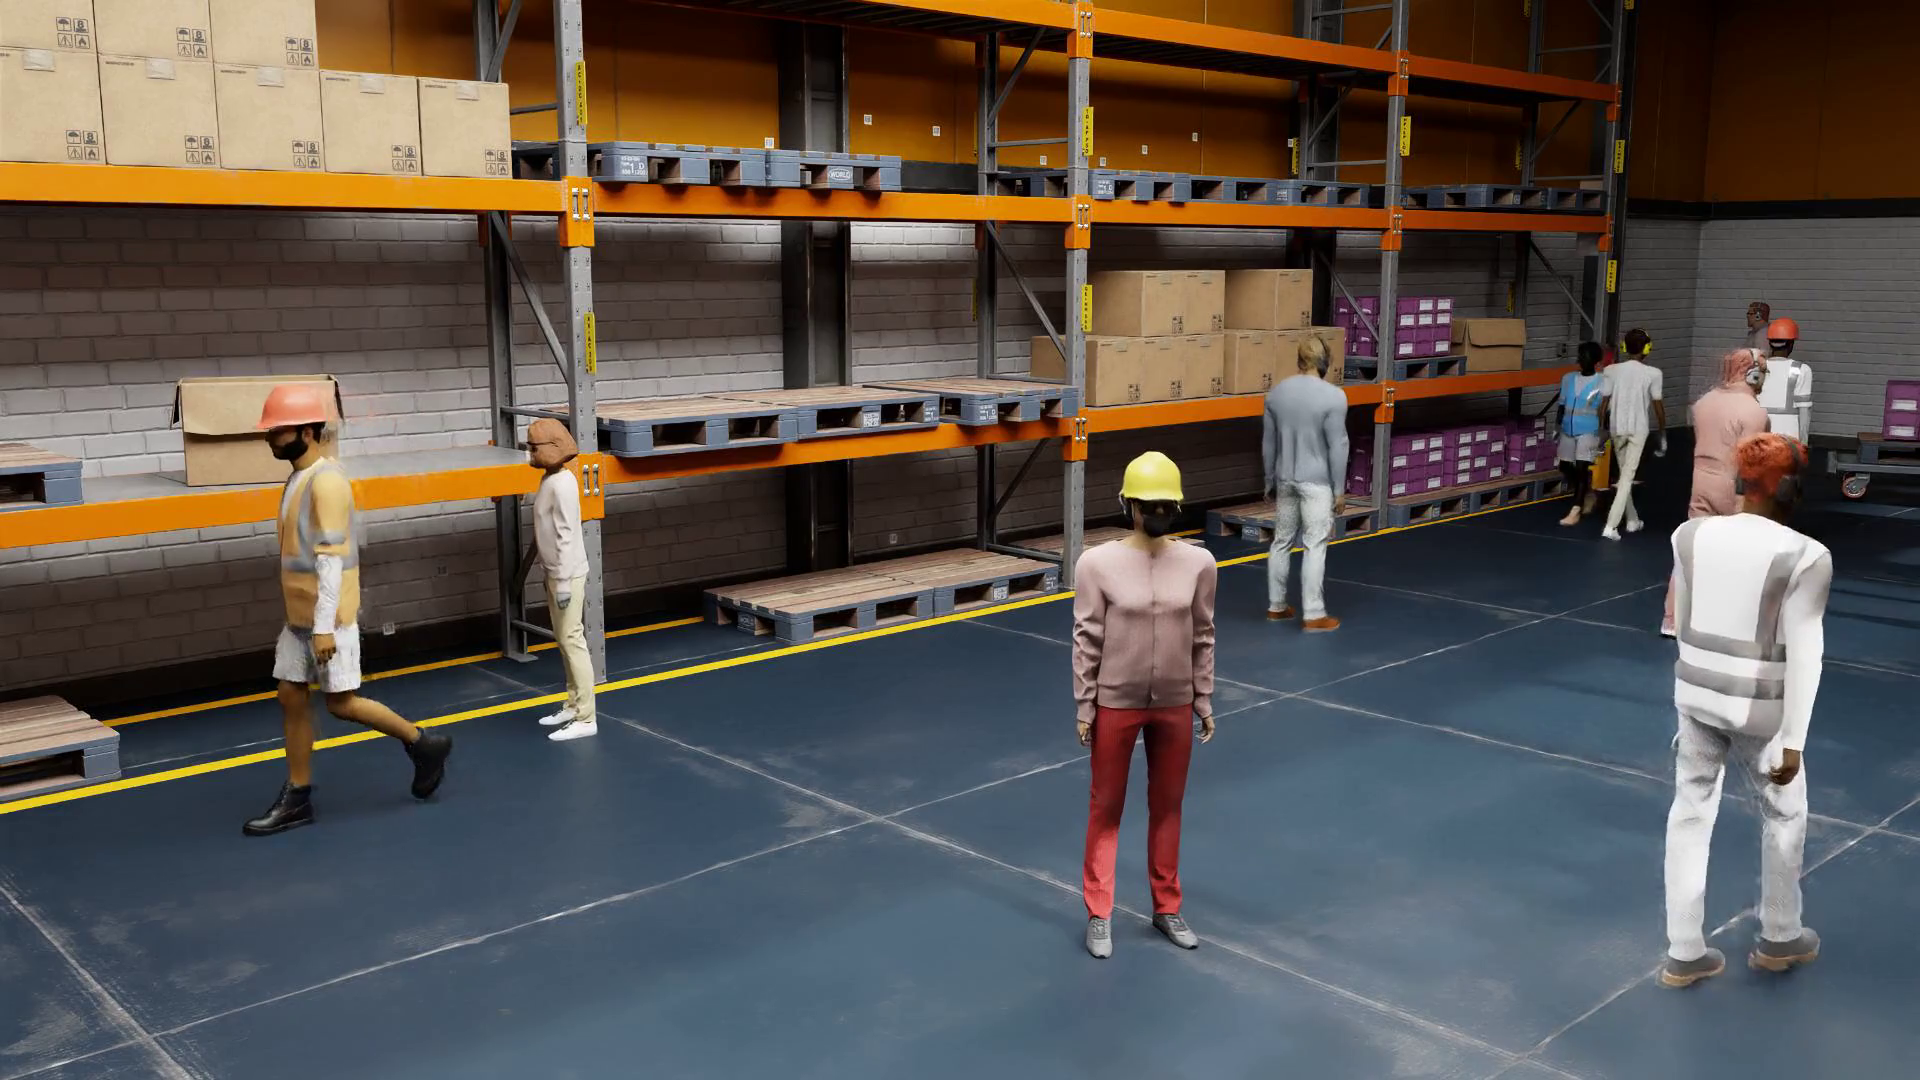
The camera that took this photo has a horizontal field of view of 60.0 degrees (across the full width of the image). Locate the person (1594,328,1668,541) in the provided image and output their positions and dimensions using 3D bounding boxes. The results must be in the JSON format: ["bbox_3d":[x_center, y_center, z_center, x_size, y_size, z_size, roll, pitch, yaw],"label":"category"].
[{"bbox_3d":[5.797,-0.912,14.352,0.544,1.822,0.996,9,13,41],"label":"person"}]

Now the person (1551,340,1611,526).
[{"bbox_3d":[5.688,-0.985,15.143,0.687,1.679,0.552,-6,11,-31],"label":"person"}]

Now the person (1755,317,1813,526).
[{"bbox_3d":[6.643,-0.840,13.552,0.350,1.941,0.545,-9,13,-44],"label":"person"}]

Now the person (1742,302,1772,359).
[{"bbox_3d":[9.106,-1.771,19.102,0.409,1.907,0.651,5,11,27],"label":"person"}]

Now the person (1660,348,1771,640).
[{"bbox_3d":[4.908,-0.277,10.479,0.978,1.854,0.661,-2,10,-13],"label":"person"}]

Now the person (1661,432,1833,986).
[{"bbox_3d":[2.679,0.562,5.611,0.805,1.854,0.572,-7,12,-36],"label":"person"}]

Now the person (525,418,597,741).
[{"bbox_3d":[-2.031,0.192,8.435,0.283,1.626,0.505,-4,10,-22],"label":"person"}]

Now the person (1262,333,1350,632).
[{"bbox_3d":[2.252,-0.373,10.830,0.353,1.936,0.635,-8,13,-40],"label":"person"}]

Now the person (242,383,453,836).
[{"bbox_3d":[-2.663,0.279,7.098,0.822,1.919,0.549,-9,13,-41],"label":"person"}]

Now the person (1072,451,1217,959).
[{"bbox_3d":[0.644,0.570,5.799,0.525,1.771,0.305,-2,10,-13],"label":"person"}]
